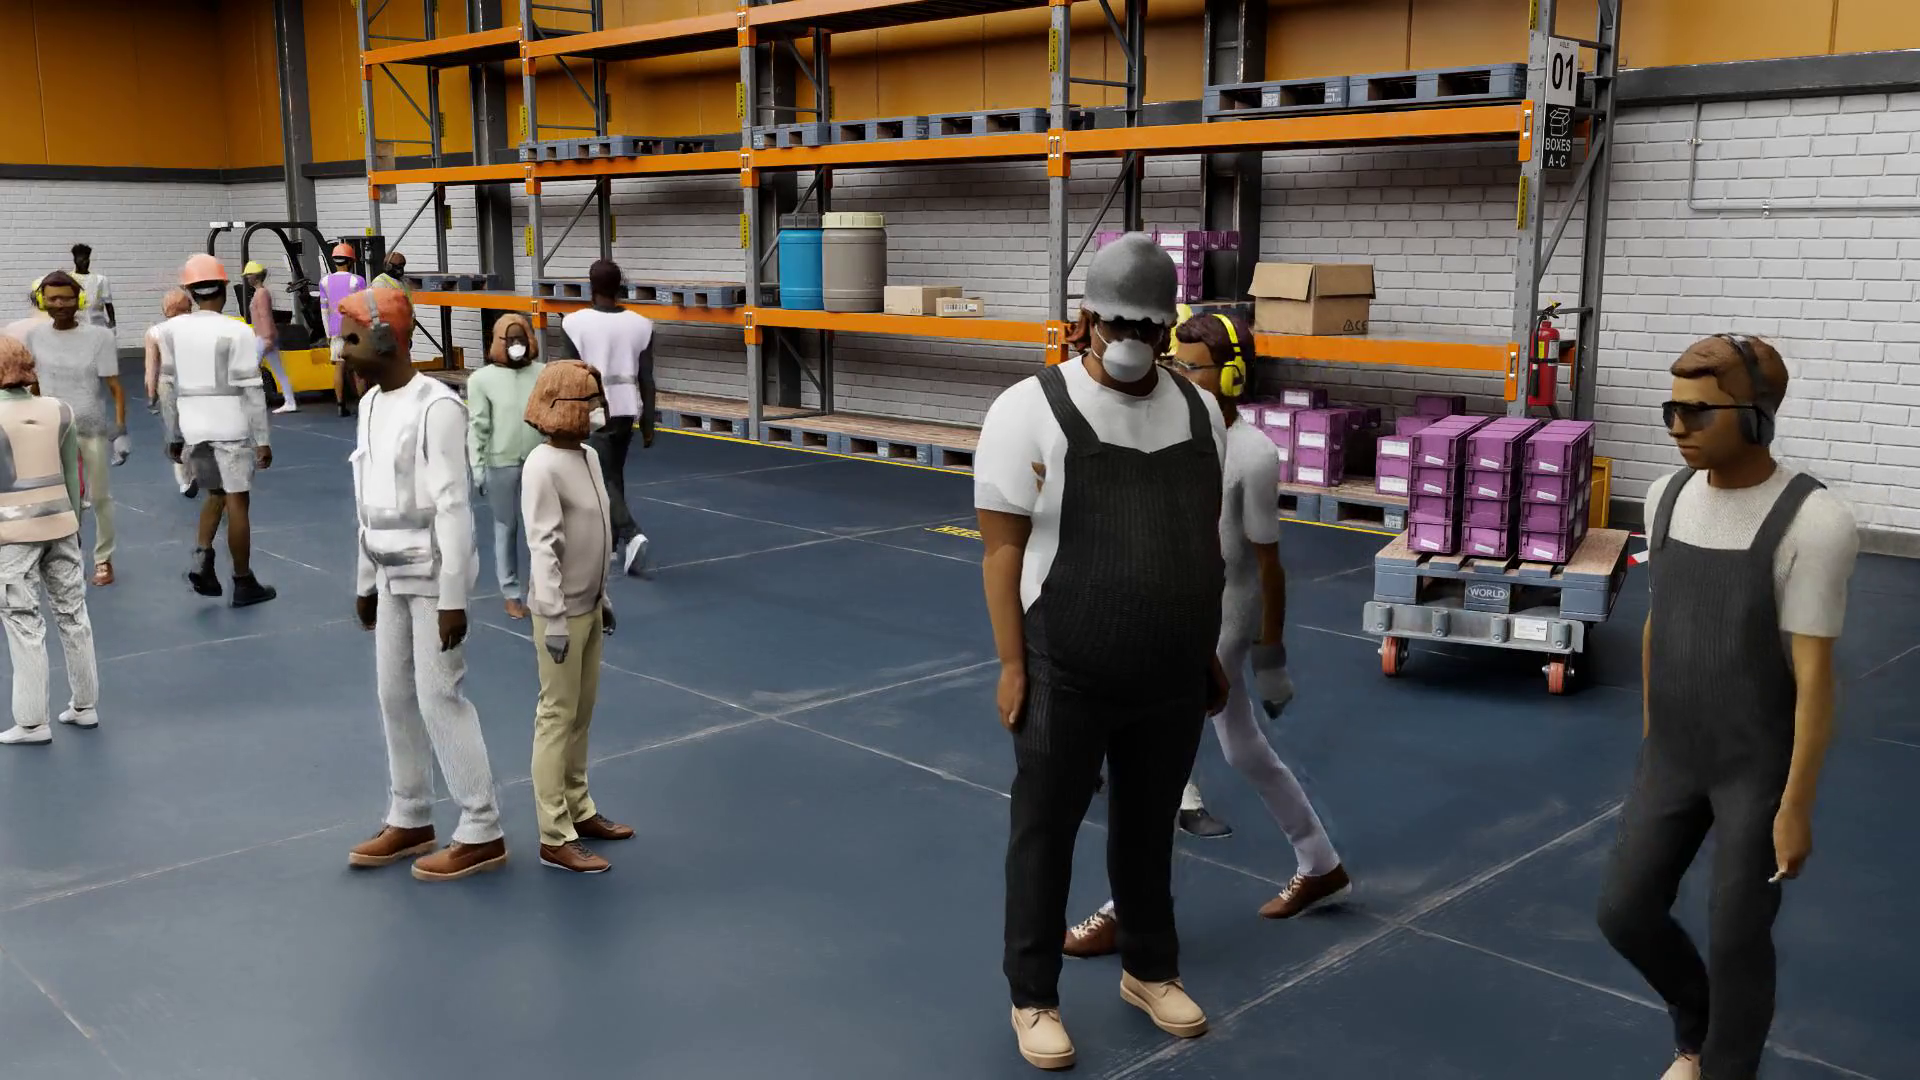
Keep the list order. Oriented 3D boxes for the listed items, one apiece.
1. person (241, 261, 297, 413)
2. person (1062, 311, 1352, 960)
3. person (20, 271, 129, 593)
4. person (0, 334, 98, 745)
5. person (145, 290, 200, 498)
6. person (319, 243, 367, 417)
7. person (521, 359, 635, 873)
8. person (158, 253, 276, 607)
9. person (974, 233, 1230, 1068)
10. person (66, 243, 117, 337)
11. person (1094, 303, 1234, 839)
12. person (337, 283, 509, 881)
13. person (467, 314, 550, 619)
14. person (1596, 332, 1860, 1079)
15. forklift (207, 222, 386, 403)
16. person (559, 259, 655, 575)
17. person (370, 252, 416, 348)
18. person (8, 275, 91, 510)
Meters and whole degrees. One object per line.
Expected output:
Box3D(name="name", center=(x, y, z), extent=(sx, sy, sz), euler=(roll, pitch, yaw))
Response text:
Box3D(name="person", center=(-7.986, -2.275, 18.802), extent=(0.877, 1.715, 0.533), euler=(-3, 11, -17))
Box3D(name="person", center=(0.735, 0.263, 4.728), extent=(0.979, 1.824, 0.516), euler=(-2, 11, -11))
Box3D(name="person", center=(-4.944, -0.582, 9.303), extent=(0.527, 1.819, 0.984), euler=(-3, 11, -18))
Box3D(name="person", center=(-3.716, 0.002, 6.628), extent=(0.314, 1.640, 0.515), euler=(5, 11, 23))
Box3D(name="person", center=(-5.986, -1.118, 12.812), extent=(0.527, 1.608, 0.729), euler=(-3, 11, -15))
Box3D(name="person", center=(-6.816, -2.326, 18.527), extent=(0.543, 1.932, 0.365), euler=(0, 10, 2))
Box3D(name="person", center=(-1.239, 0.236, 5.368), extent=(0.280, 1.634, 0.499), euler=(1, 10, 6))
Box3D(name="person", center=(-4.036, -0.590, 9.078), extent=(0.617, 1.922, 0.425), euler=(2, 11, 11))
Box3D(name="person", center=(0.399, 0.268, 4.084), extent=(0.673, 2.000, 0.536), euler=(-5, 11, -23))
Box3D(name="person", center=(-10.768, -2.686, 20.506), extent=(0.603, 1.936, 0.880), euler=(-8, 13, -36))
Box3D(name="person", center=(0.622, 0.083, 5.764), extent=(0.800, 1.810, 0.596), euler=(7, 13, 34))
Box3D(name="person", center=(-1.716, 0.141, 5.231), extent=(0.398, 1.878, 0.609), euler=(-10, 14, -44))
Box3D(name="person", center=(-2.309, -0.370, 8.719), extent=(0.524, 1.615, 0.487), euler=(-6, 12, -30))
Box3D(name="person", center=(1.609, 0.480, 3.514), extent=(0.417, 1.828, 0.523), euler=(-6, 12, -30))
Box3D(name="forklift", center=(-8.169, -2.758, 20.163), extent=(2.313, 2.155, 1.214), euler=(-10, 14, -44))
Box3D(name="person", center=(-2.112, -0.751, 10.074), extent=(0.592, 1.889, 0.858), euler=(-9, 14, -41))
Box3D(name="person", center=(-6.264, -2.270, 18.488), extent=(0.430, 1.837, 0.619), euler=(1, 10, 7))
Box3D(name="person", center=(-6.551, -1.024, 11.943), extent=(0.520, 1.738, 0.724), euler=(-2, 11, -12))
